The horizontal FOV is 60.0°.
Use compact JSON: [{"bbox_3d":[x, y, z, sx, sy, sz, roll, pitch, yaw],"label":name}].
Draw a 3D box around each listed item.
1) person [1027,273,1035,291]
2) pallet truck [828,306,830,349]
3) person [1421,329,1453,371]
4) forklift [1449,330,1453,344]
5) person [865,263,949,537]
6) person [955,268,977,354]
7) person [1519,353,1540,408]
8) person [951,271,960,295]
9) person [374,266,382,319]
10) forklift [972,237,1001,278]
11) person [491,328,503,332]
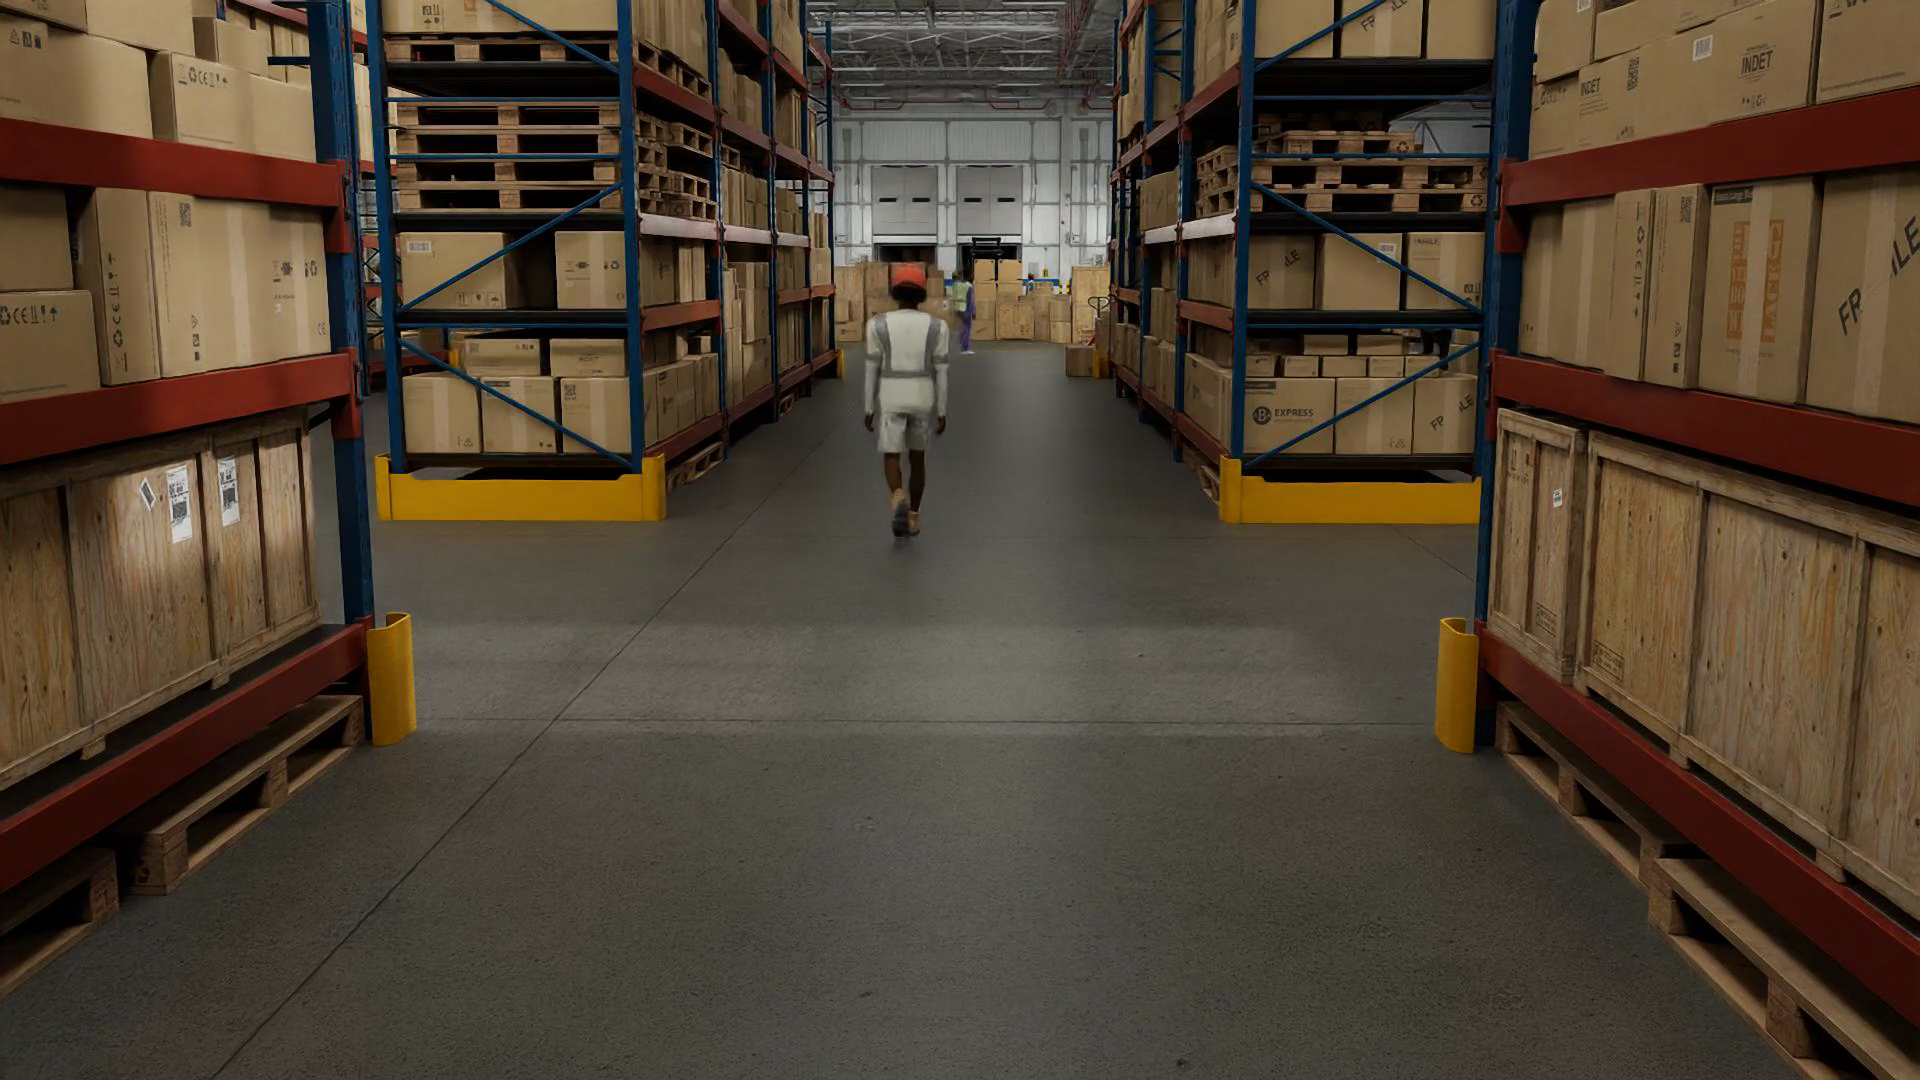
[{"bbox_3d":[2.542,-8.720,59.505,0.309,1.638,0.522,2,10,9],"label":"person"},{"bbox_3d":[-3.100,-3.940,29.800,1.885,1.965,0.823,3,10,19],"label":"pallet truck"},{"bbox_3d":[7.886,-3.536,27.550,0.616,1.954,1.001,0,9,3],"label":"person"},{"bbox_3d":[10.443,-4.777,32.174,1.873,2.768,1.129,0,9,1],"label":"forklift"},{"bbox_3d":[-0.381,-0.993,12.084,0.618,2.020,0.736,-1,10,-4],"label":"person"},{"bbox_3d":[0.153,-5.056,36.777,0.464,1.899,0.612,-6,11,-31],"label":"person"},{"bbox_3d":[6.811,-2.071,19.724,0.354,1.627,0.535,1,10,8],"label":"person"},{"bbox_3d":[-0.132,-8.339,56.930,0.387,1.728,0.510,-3,10,-15],"label":"person"},{"bbox_3d":[-20.683,-8.792,59.227,0.353,1.882,0.577,-3,10,-18],"label":"person"},{"bbox_3d":[0.842,-8.322,53.409,1.129,2.768,1.873,0,9,1],"label":"forklift"},{"bbox_3d":[-9.407,-4.460,33.884,0.661,1.676,0.548,2,10,11],"label":"person"}]
